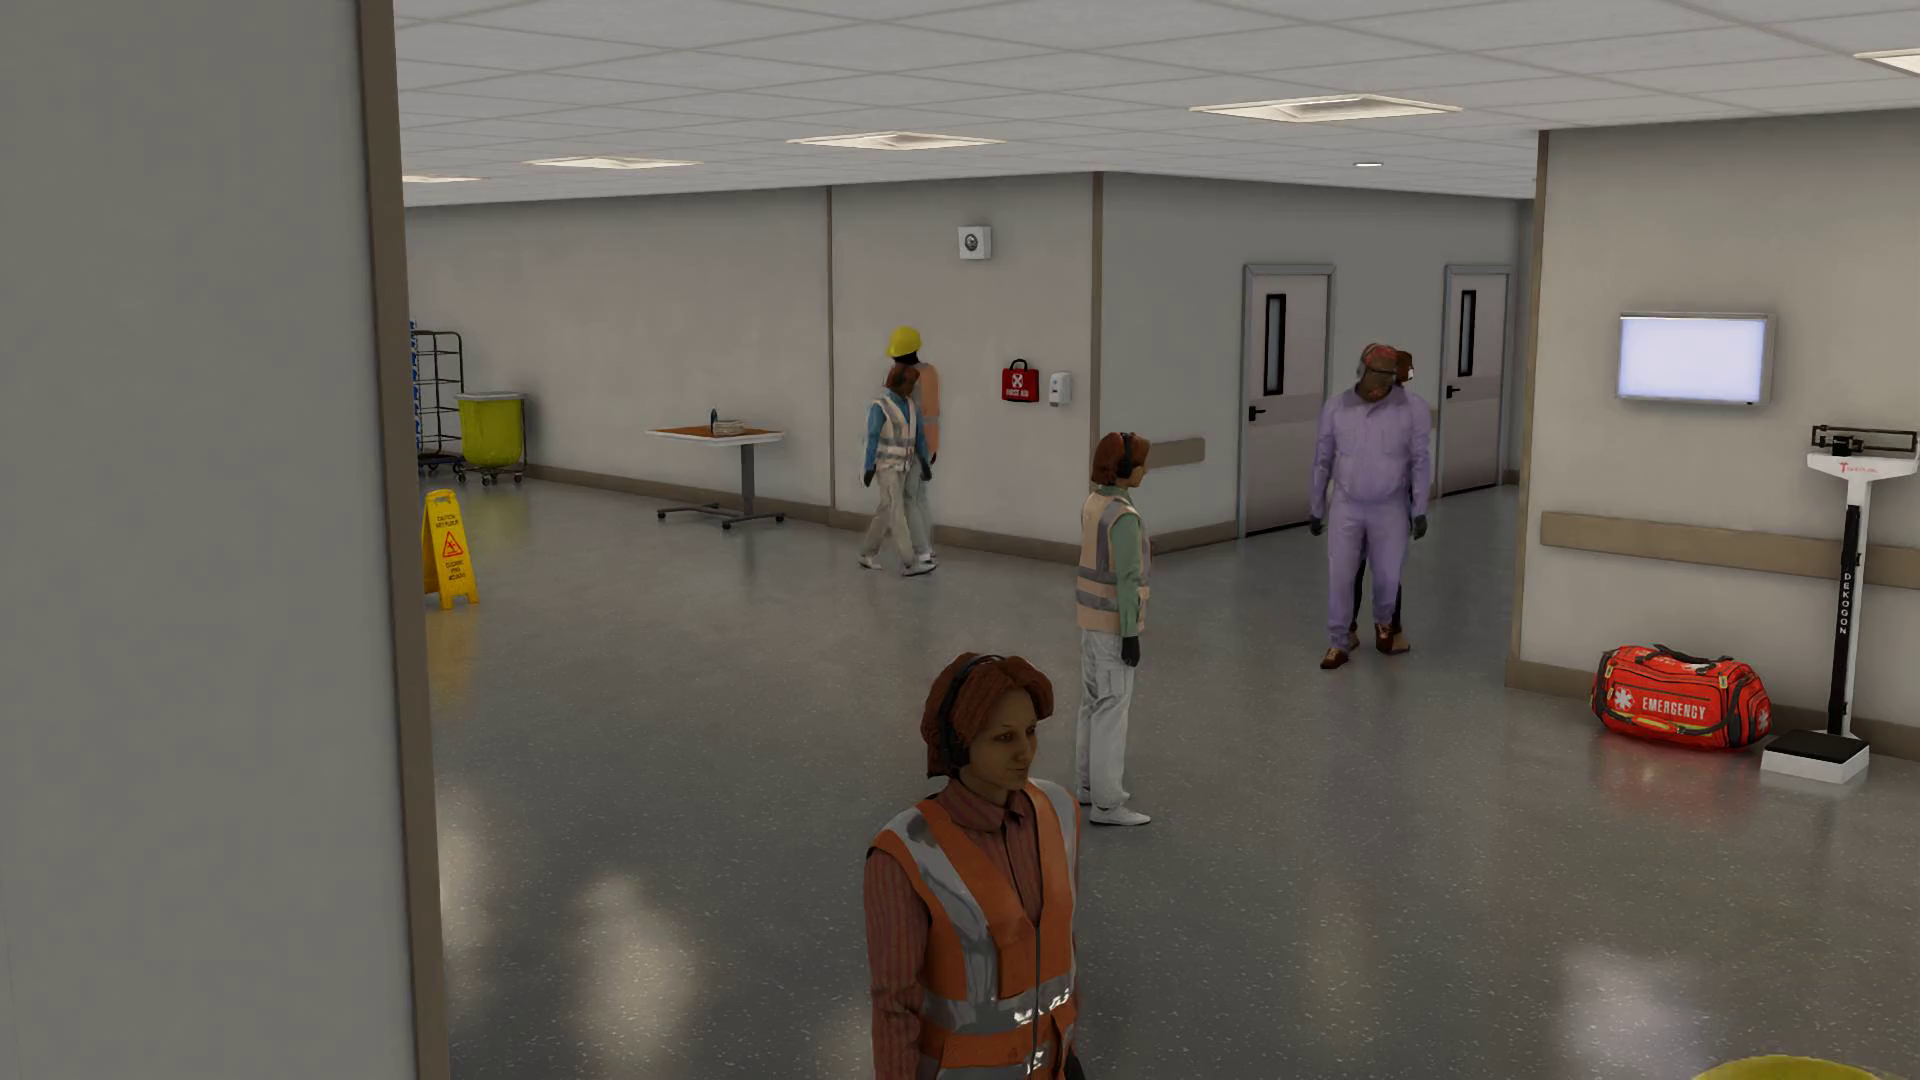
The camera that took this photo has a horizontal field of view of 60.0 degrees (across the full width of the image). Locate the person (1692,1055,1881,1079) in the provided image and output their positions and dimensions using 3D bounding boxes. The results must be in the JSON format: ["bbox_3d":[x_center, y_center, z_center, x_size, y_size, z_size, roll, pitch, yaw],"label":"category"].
[{"bbox_3d":[0.432,1.240,1.133,0.466,1.783,0.646,9,13,44],"label":"person"}]

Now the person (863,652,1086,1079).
[{"bbox_3d":[0.037,1.002,2.992,0.308,1.641,0.515,8,12,42],"label":"person"}]

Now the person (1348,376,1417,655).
[{"bbox_3d":[2.490,-0.158,9.937,0.535,1.697,0.318,5,11,29],"label":"person"}]

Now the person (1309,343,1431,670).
[{"bbox_3d":[2.354,-0.195,9.589,0.686,1.884,0.491,4,10,21],"label":"person"}]

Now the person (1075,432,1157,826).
[{"bbox_3d":[0.638,0.366,6.924,0.311,1.632,0.517,-2,9,-11],"label":"person"}]

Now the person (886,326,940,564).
[{"bbox_3d":[-0.342,-0.733,12.944,0.569,1.871,0.645,6,11,31],"label":"person"}]

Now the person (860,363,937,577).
[{"bbox_3d":[-0.486,-0.535,12.567,0.766,1.591,0.519,6,11,31],"label":"person"}]
